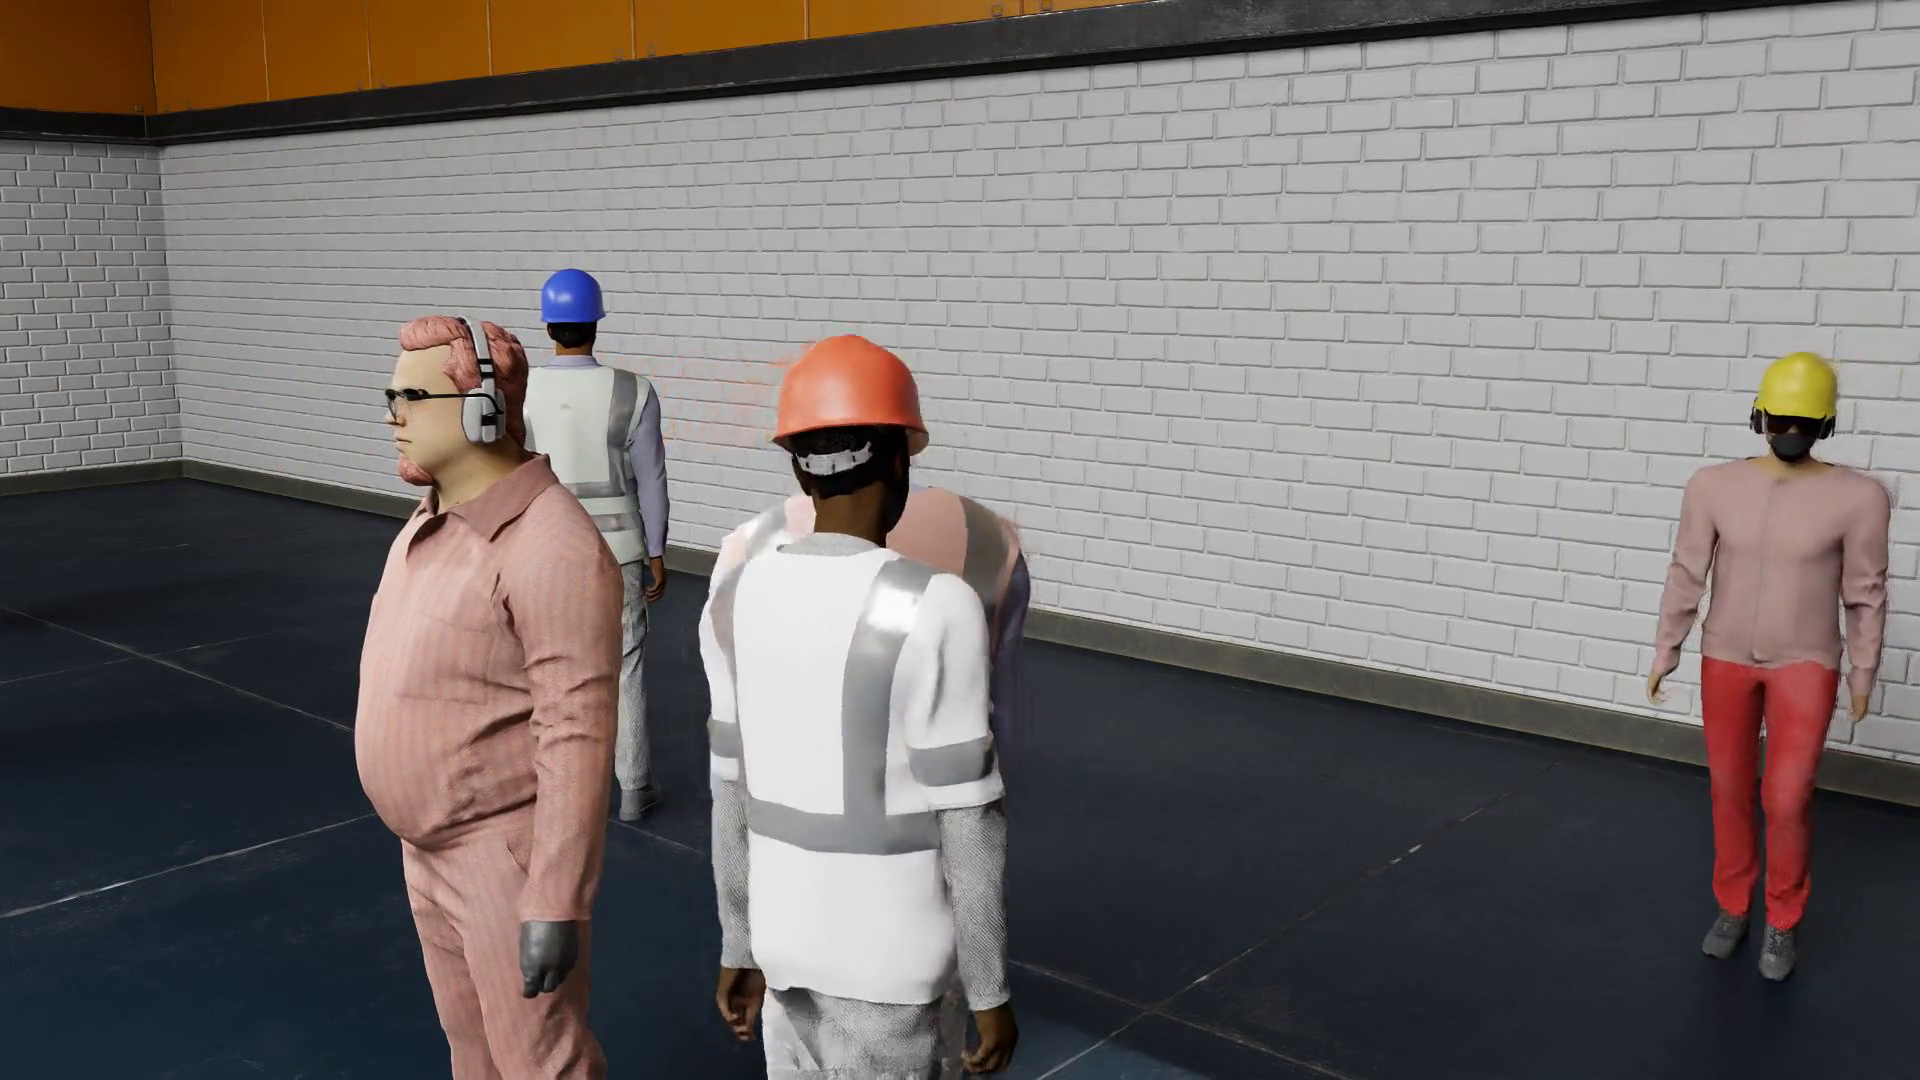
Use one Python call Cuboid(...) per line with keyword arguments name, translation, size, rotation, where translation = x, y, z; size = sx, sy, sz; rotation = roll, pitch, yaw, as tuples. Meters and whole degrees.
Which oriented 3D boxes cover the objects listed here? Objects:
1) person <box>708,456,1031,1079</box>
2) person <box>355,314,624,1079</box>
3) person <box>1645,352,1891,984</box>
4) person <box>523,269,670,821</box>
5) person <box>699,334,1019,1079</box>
Cuboid(name="person", translation=(-0.194, 0.543, 3.323), size=(0.623, 1.825, 0.708), rotation=(-2, 10, -12))
Cuboid(name="person", translation=(-0.858, 0.558, 2.982), size=(0.406, 1.910, 0.639), rotation=(-8, 13, -38))
Cuboid(name="person", translation=(2.225, 0.354, 4.607), size=(0.544, 1.747, 0.502), rotation=(9, 13, 40))
Cuboid(name="person", translation=(-1.318, 0.036, 5.833), size=(0.603, 1.951, 0.384), rotation=(-1, 10, -4))
Cuboid(name="person", translation=(-0.232, 0.637, 2.584), size=(0.559, 1.897, 0.904), rotation=(10, 14, 43))
